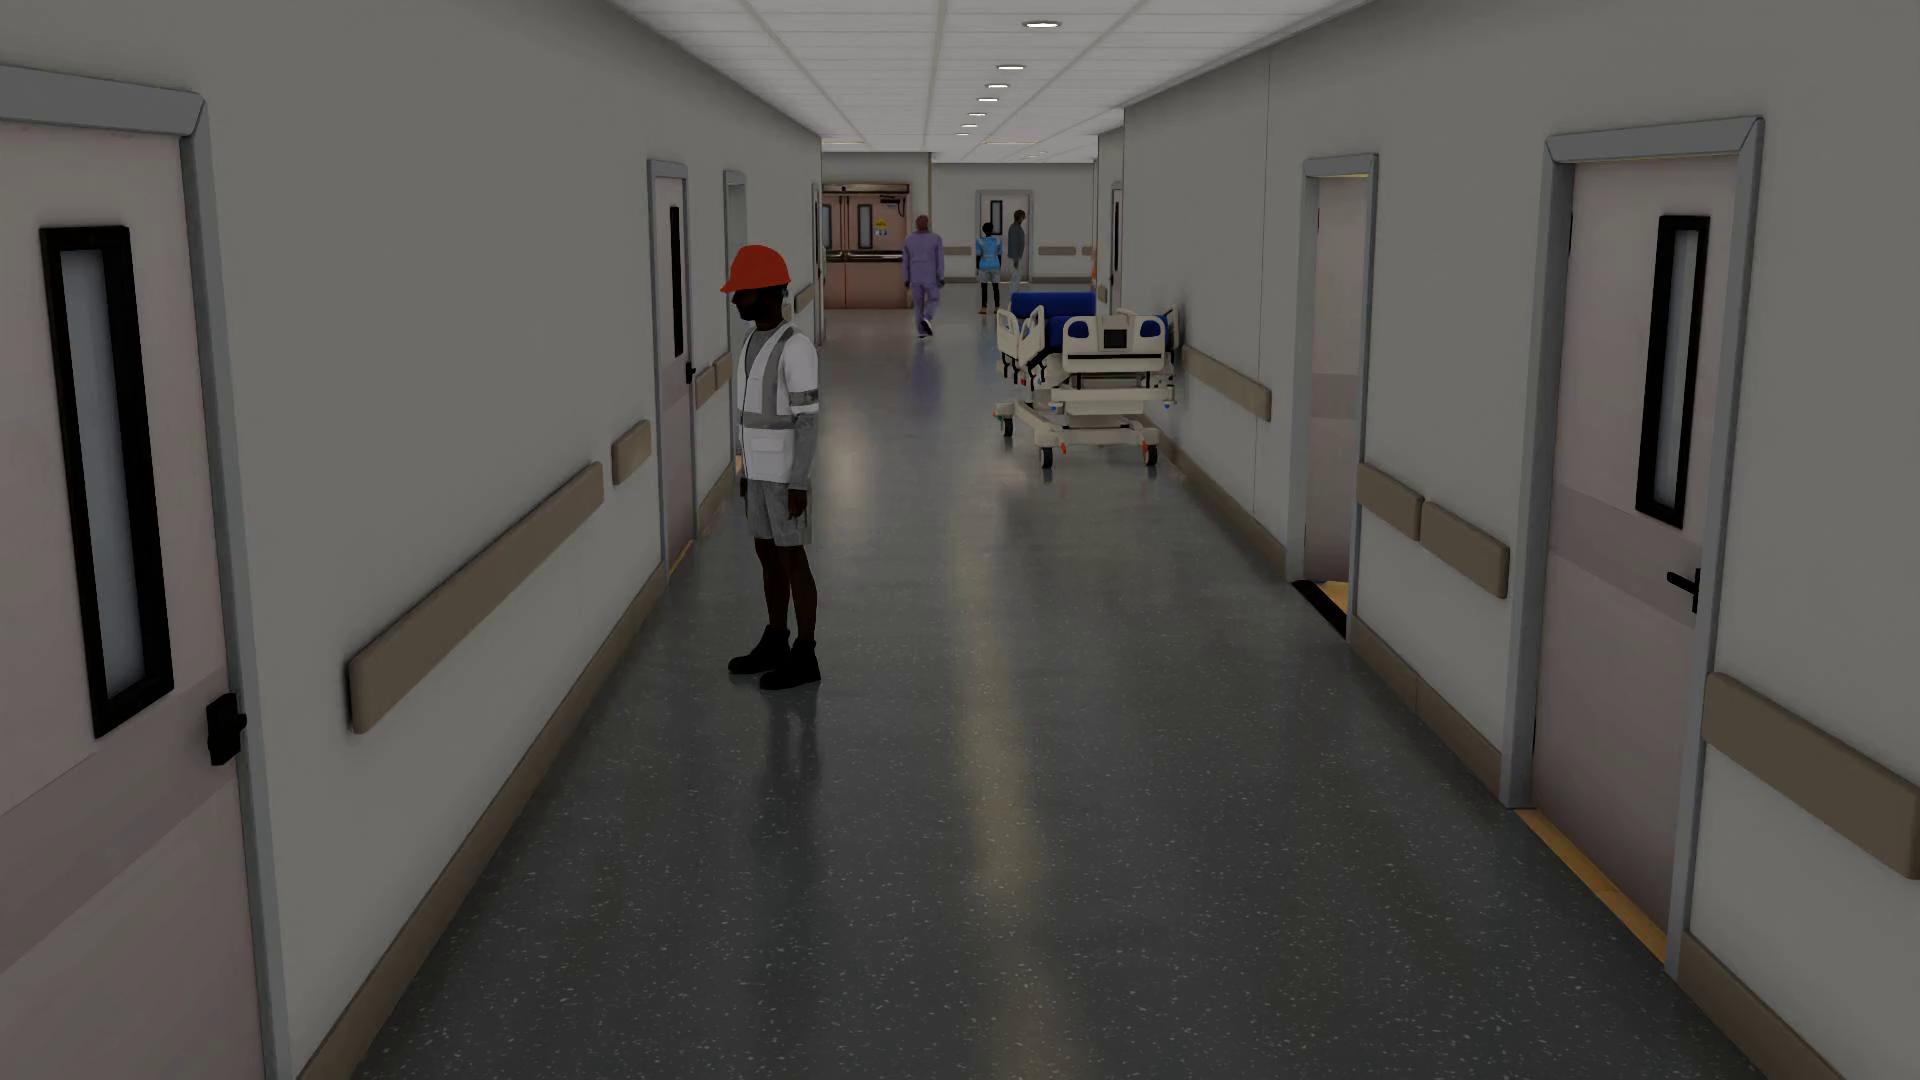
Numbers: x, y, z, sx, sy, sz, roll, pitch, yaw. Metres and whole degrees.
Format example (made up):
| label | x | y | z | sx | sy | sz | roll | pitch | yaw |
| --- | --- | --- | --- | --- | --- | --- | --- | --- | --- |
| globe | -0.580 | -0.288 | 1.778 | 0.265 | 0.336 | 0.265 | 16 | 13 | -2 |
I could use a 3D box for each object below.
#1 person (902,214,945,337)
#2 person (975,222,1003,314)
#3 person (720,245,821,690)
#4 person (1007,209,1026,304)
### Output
| label | x | y | z | sx | sy | sz | roll | pitch | yaw |
| --- | --- | --- | --- | --- | --- | --- | --- | --- | --- |
| person | -0.561 | -4.053 | 25.591 | 0.663 | 1.894 | 0.514 | 3 | 12 | 13 |
| person | 0.538 | -5.063 | 31.007 | 0.531 | 1.697 | 0.322 | -3 | 12 | -15 |
| person | -0.835 | -0.310 | 7.272 | 0.375 | 1.933 | 0.550 | -7 | 14 | -32 |
| person | 1.123 | -5.513 | 32.648 | 0.386 | 1.928 | 0.641 | 2 | 12 | 9 |
